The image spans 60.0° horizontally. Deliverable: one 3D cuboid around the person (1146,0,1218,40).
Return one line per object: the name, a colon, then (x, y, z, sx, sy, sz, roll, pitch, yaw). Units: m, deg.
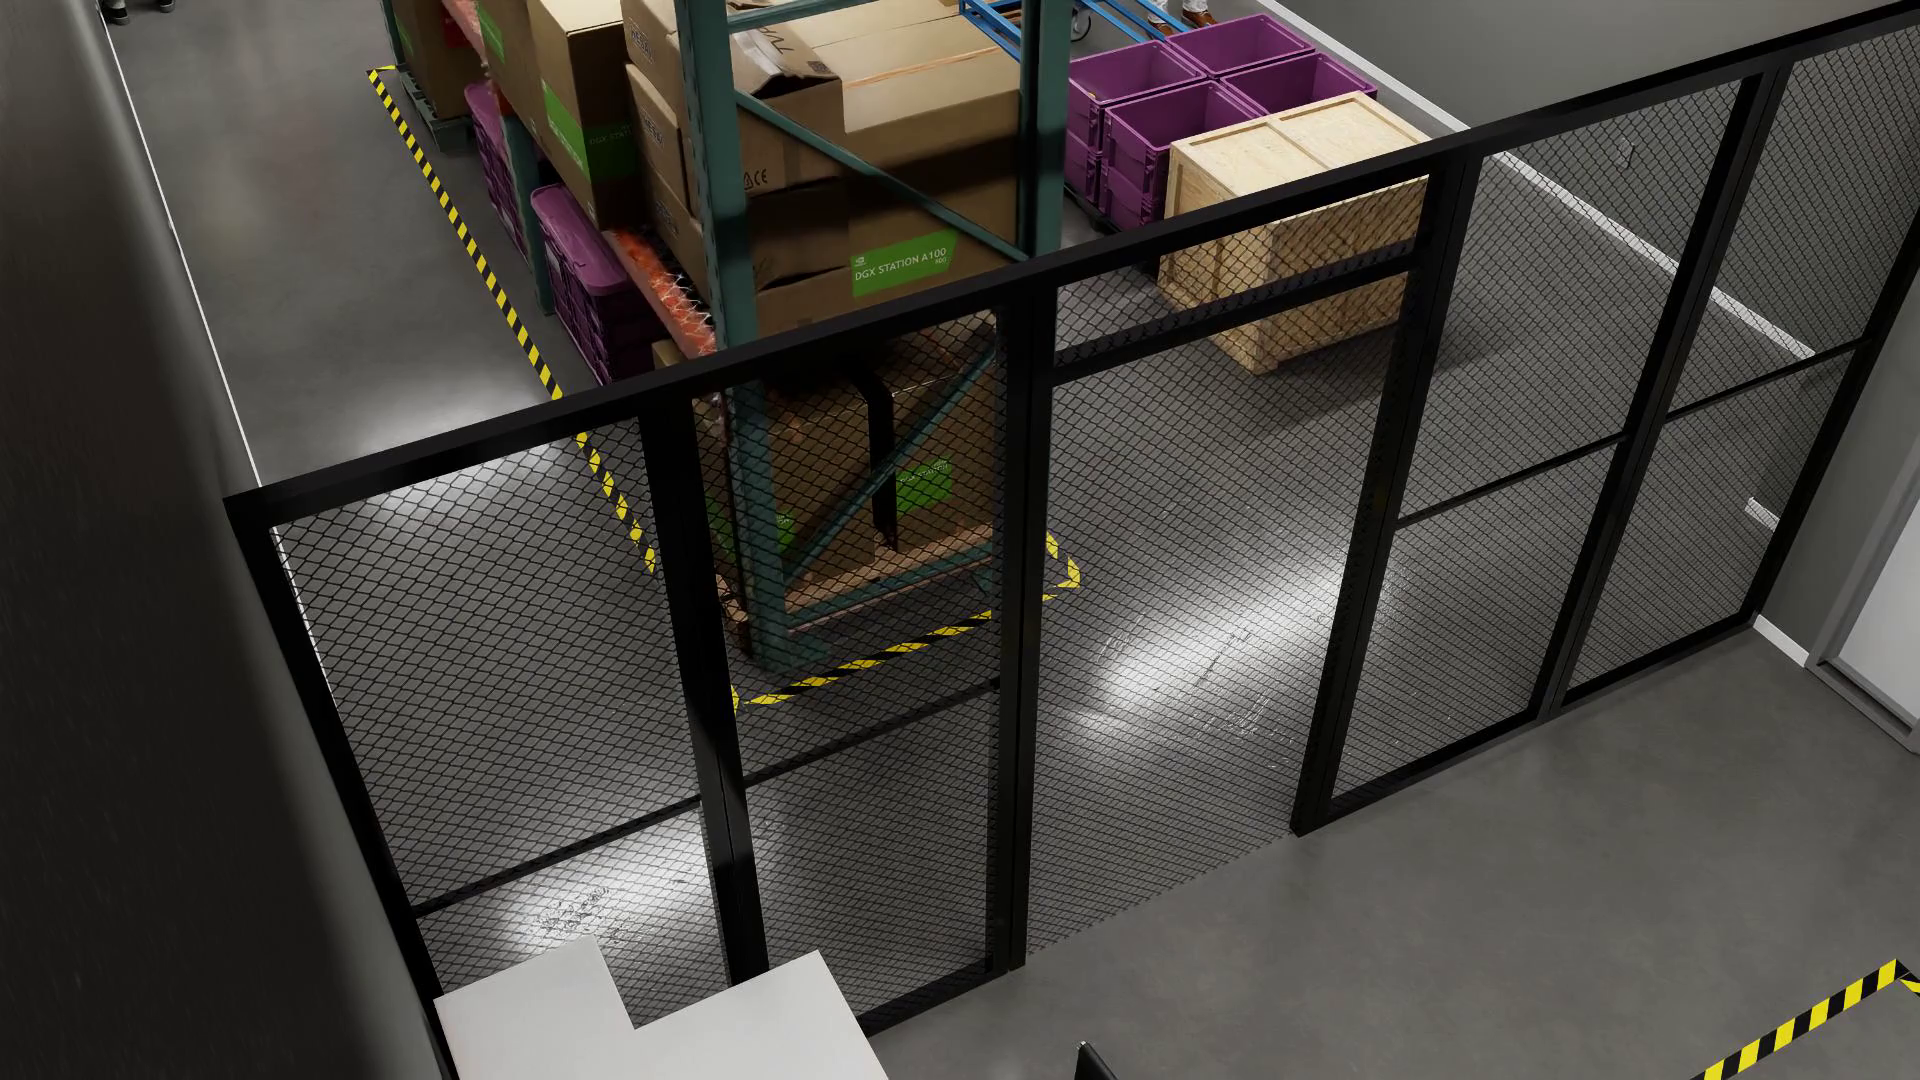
person: (1.272, -3.627, 8.914, 0.631, 1.940, 0.372, -22, 47, -22)

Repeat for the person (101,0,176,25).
person: (-4.817, -3.777, 9.155, 0.602, 1.828, 0.404, -27, 49, -26)
